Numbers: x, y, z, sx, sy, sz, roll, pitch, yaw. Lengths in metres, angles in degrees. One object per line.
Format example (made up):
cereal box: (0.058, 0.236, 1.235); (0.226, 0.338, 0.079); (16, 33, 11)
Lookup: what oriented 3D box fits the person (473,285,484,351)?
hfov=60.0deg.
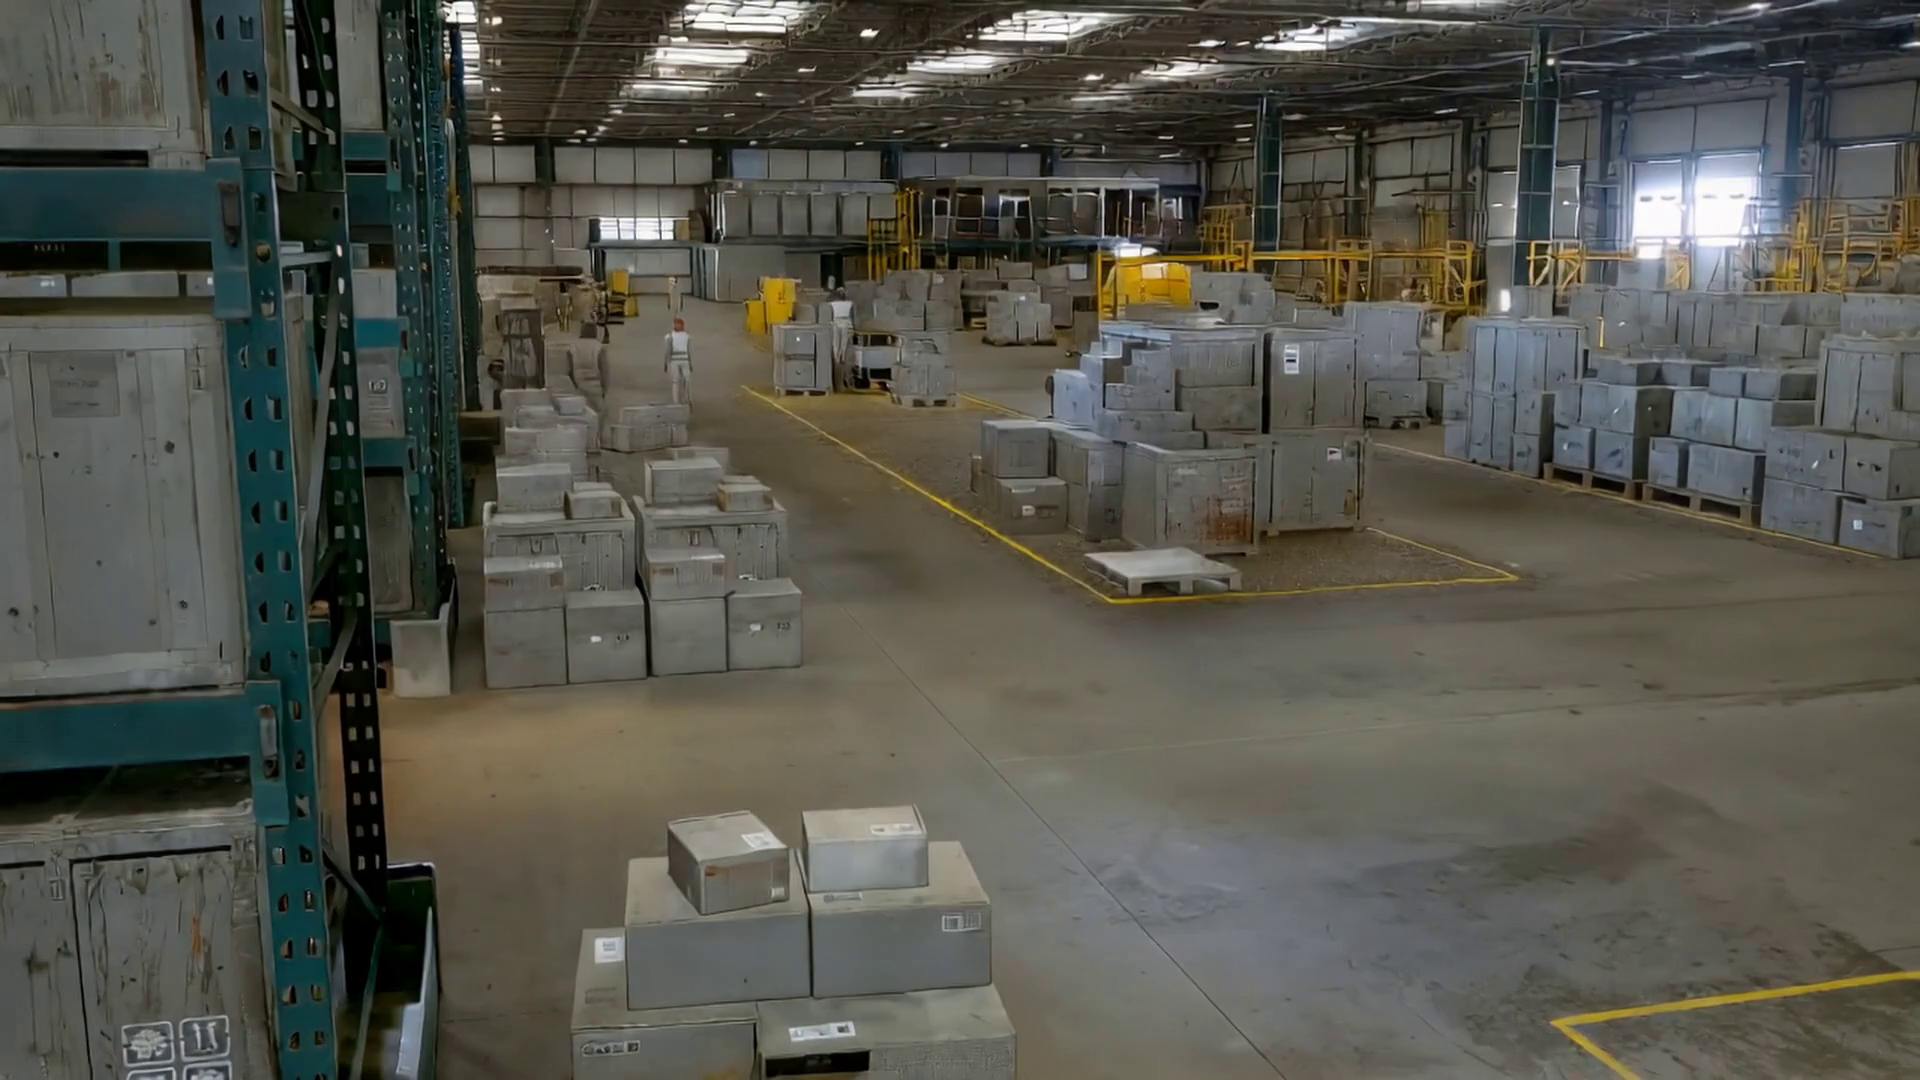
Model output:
person: (-13.086, -6.008, 44.569); (0.538, 2.000, 0.684); (3, 10, 17)

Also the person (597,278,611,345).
person: (-10.444, -6.695, 48.749); (0.376, 1.939, 0.547); (-3, 10, -14)

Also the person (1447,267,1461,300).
person: (22.078, -11.252, 74.463); (0.608, 1.975, 0.809); (-1, 10, -5)

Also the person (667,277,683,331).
person: (-9.597, -7.923, 55.960); (0.528, 1.850, 0.750); (0, 10, 1)

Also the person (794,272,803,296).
person: (-5.953, -8.897, 61.221); (0.373, 1.934, 0.551); (8, 13, 38)

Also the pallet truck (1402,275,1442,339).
pallet truck: (14.620, -7.324, 52.145); (0.823, 1.965, 1.885); (8, 13, 40)

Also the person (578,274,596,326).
person: (-13.083, -8.366, 58.310); (0.614, 1.909, 1.028); (-2, 10, -13)

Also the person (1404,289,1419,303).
person: (10.748, -5.048, 39.600); (0.584, 1.882, 0.972); (8, 12, 36)

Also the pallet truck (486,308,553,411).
pallet truck: (-6.242, -2.418, 24.362); (0.823, 1.965, 1.885); (1, 10, 3)

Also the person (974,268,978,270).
person: (0.732, -11.727, 77.401); (0.339, 1.881, 0.584); (-1, 10, -6)

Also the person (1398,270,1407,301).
person: (19.654, -11.023, 73.574); (0.641, 1.831, 0.429); (-6, 11, -29)

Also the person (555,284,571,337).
person: (-12.662, -7.326, 53.020); (0.534, 1.692, 0.320); (1, 10, 8)

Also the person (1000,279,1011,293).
person: (1.405, -7.315, 52.500); (0.449, 1.851, 0.552); (7, 12, 35)

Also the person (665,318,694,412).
person: (-4.839, -3.012, 28.728); (0.514, 1.645, 0.309); (-6, 12, -31)

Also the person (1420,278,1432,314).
person: (15.135, -7.623, 54.004); (0.370, 1.940, 0.631); (6, 12, 32)

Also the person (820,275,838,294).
person: (-4.552, -8.227, 57.603); (0.634, 1.872, 0.544); (-4, 11, -20)

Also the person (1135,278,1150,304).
person: (6.281, -8.110, 57.171); (0.535, 1.795, 0.962); (3, 10, 14)

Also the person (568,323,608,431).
person: (-5.227, -2.156, 23.504); (0.628, 1.790, 0.972); (2, 10, 13)

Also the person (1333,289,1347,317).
person: (8.903, -4.899, 38.772); (0.355, 1.876, 0.574); (-7, 12, -35)

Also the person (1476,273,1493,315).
person: (18.822, -8.614, 59.717); (0.596, 1.895, 0.768); (5, 11, 28)

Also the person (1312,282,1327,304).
person: (11.951, -7.729, 55.322); (0.535, 1.691, 0.321); (6, 12, 30)

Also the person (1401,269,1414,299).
person: (18.296, -10.068, 67.858); (0.620, 1.934, 0.633); (4, 11, 23)

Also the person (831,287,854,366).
person: (-2.810, -5.125, 40.000); (0.640, 1.883, 0.629); (3, 10, 16)

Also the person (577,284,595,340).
person: (-11.317, -6.845, 50.141); (0.526, 1.743, 0.735); (4, 11, 23)
